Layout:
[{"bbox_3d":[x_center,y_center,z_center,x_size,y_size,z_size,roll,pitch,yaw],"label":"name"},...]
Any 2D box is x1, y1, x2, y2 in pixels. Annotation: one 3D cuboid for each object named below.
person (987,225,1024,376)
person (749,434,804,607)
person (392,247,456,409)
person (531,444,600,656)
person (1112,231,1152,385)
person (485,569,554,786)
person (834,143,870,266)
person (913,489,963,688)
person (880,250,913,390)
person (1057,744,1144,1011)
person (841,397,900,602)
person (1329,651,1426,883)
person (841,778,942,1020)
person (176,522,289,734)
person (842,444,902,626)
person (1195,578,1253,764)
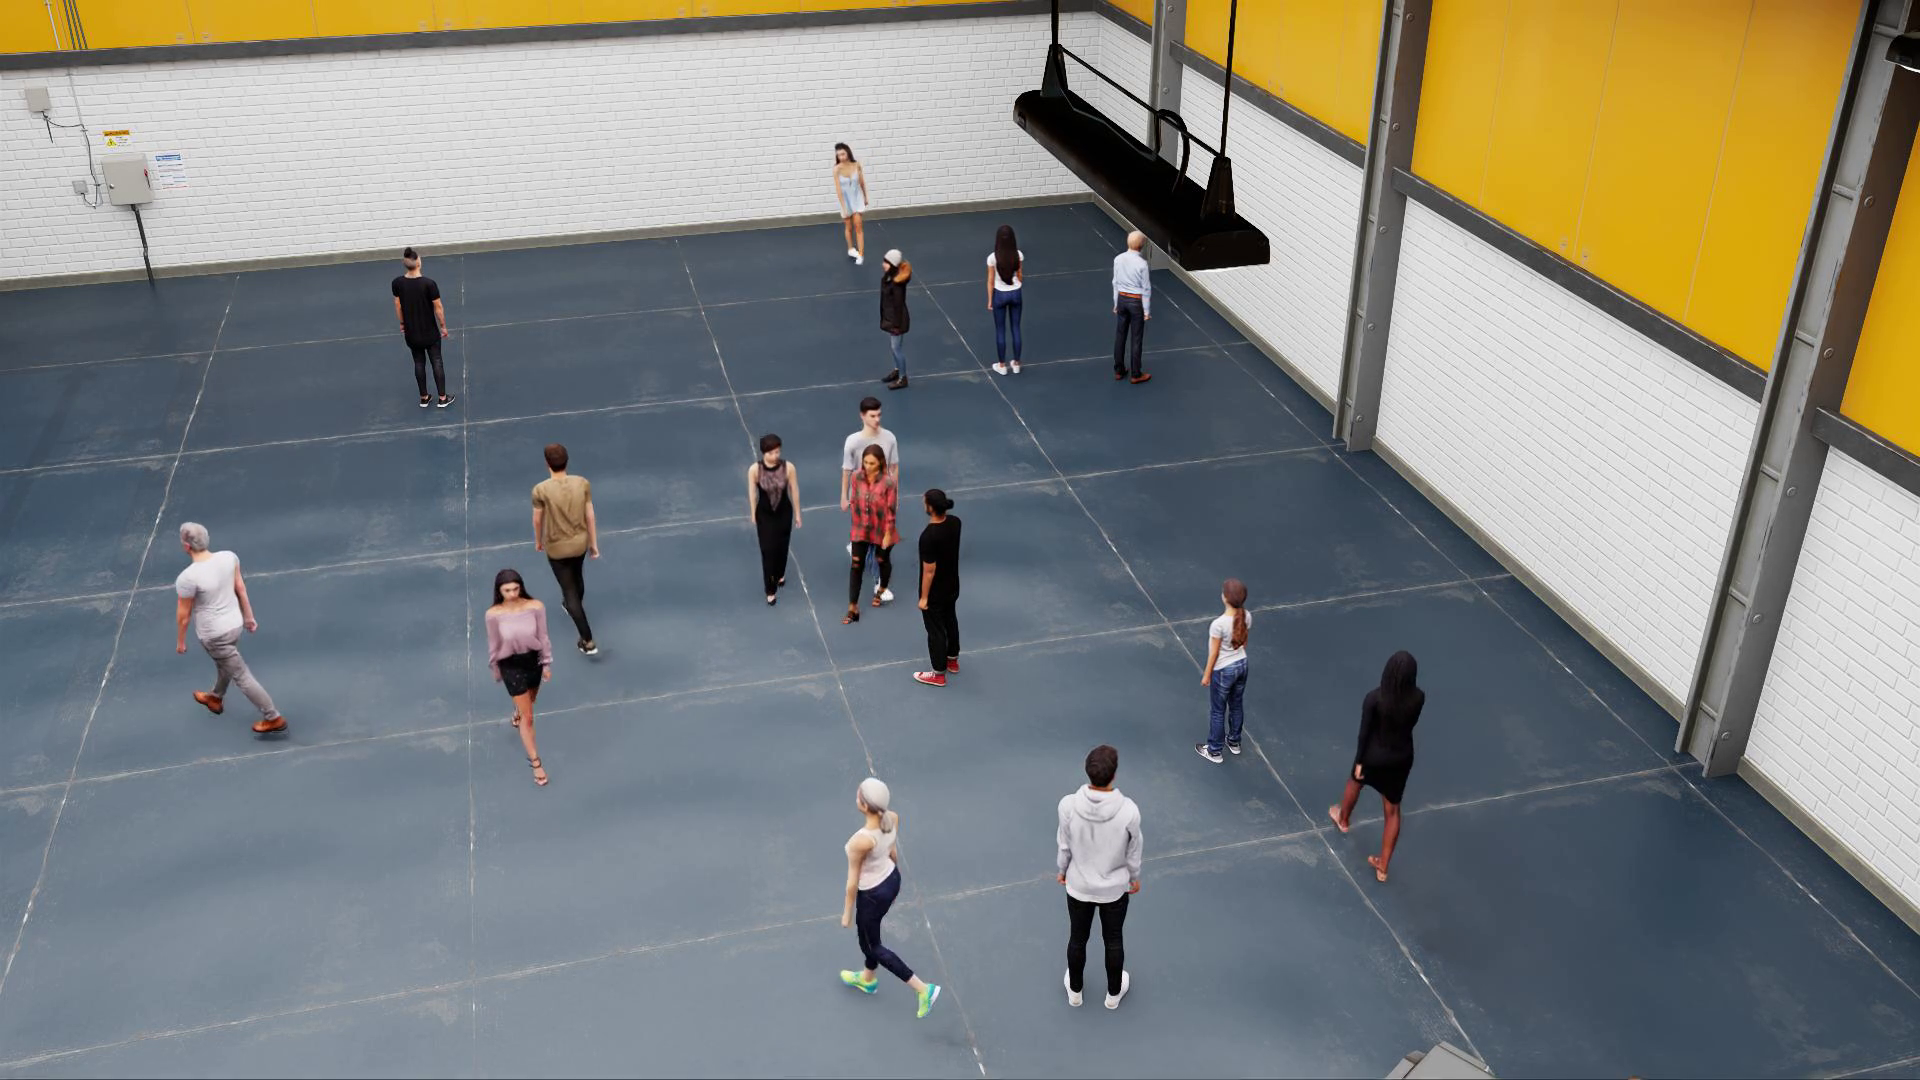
[{"bbox_3d":[0.551,-2.793,19.374,0.574,1.770,0.522,-8,30,-14],"label":"person"},{"bbox_3d":[-1.668,-0.263,14.939,0.592,1.576,0.833,-7,29,-12],"label":"person"},{"bbox_3d":[-5.999,-2.386,18.530,0.760,1.865,0.708,2,29,4],"label":"person"},{"bbox_3d":[-3.286,0.111,14.008,0.918,1.811,1.282,-17,33,-28],"label":"person"},{"bbox_3d":[1.978,-2.687,19.158,0.710,1.791,0.794,20,34,32],"label":"person"},{"bbox_3d":[-3.319,0.942,12.531,0.759,1.767,1.175,-13,31,-22],"label":"person"},{"bbox_3d":[-1.499,-4.652,22.877,0.646,1.680,0.896,-13,31,-22],"label":"person"},{"bbox_3d":[-0.165,0.374,13.584,0.764,1.756,0.708,16,32,27],"label":"person"},{"bbox_3d":[-0.731,-2.547,19.068,0.672,1.632,0.512,-8,30,-14],"label":"person"},{"bbox_3d":[0.852,2.092,10.252,0.764,1.930,0.746,4,29,7],"label":"person"},{"bbox_3d":[-0.854,-0.445,14.999,0.918,1.838,1.300,-16,32,-27],"label":"person"},{"bbox_3d":[2.979,1.582,11.448,0.696,1.681,1.046,-4,29,-7],"label":"person"},{"bbox_3d":[-0.451,2.235,10.248,1.075,1.683,1.017,16,32,27],"label":"person"},{"bbox_3d":[-5.651,0.738,12.897,1.233,1.773,1.245,11,31,20],"label":"person"},{"bbox_3d":[-0.710,-0.117,14.580,0.954,1.663,1.072,12,31,20],"label":"person"},{"bbox_3d":[2.045,0.976,12.682,0.595,1.563,0.606,-17,33,-28],"label":"person"}]
